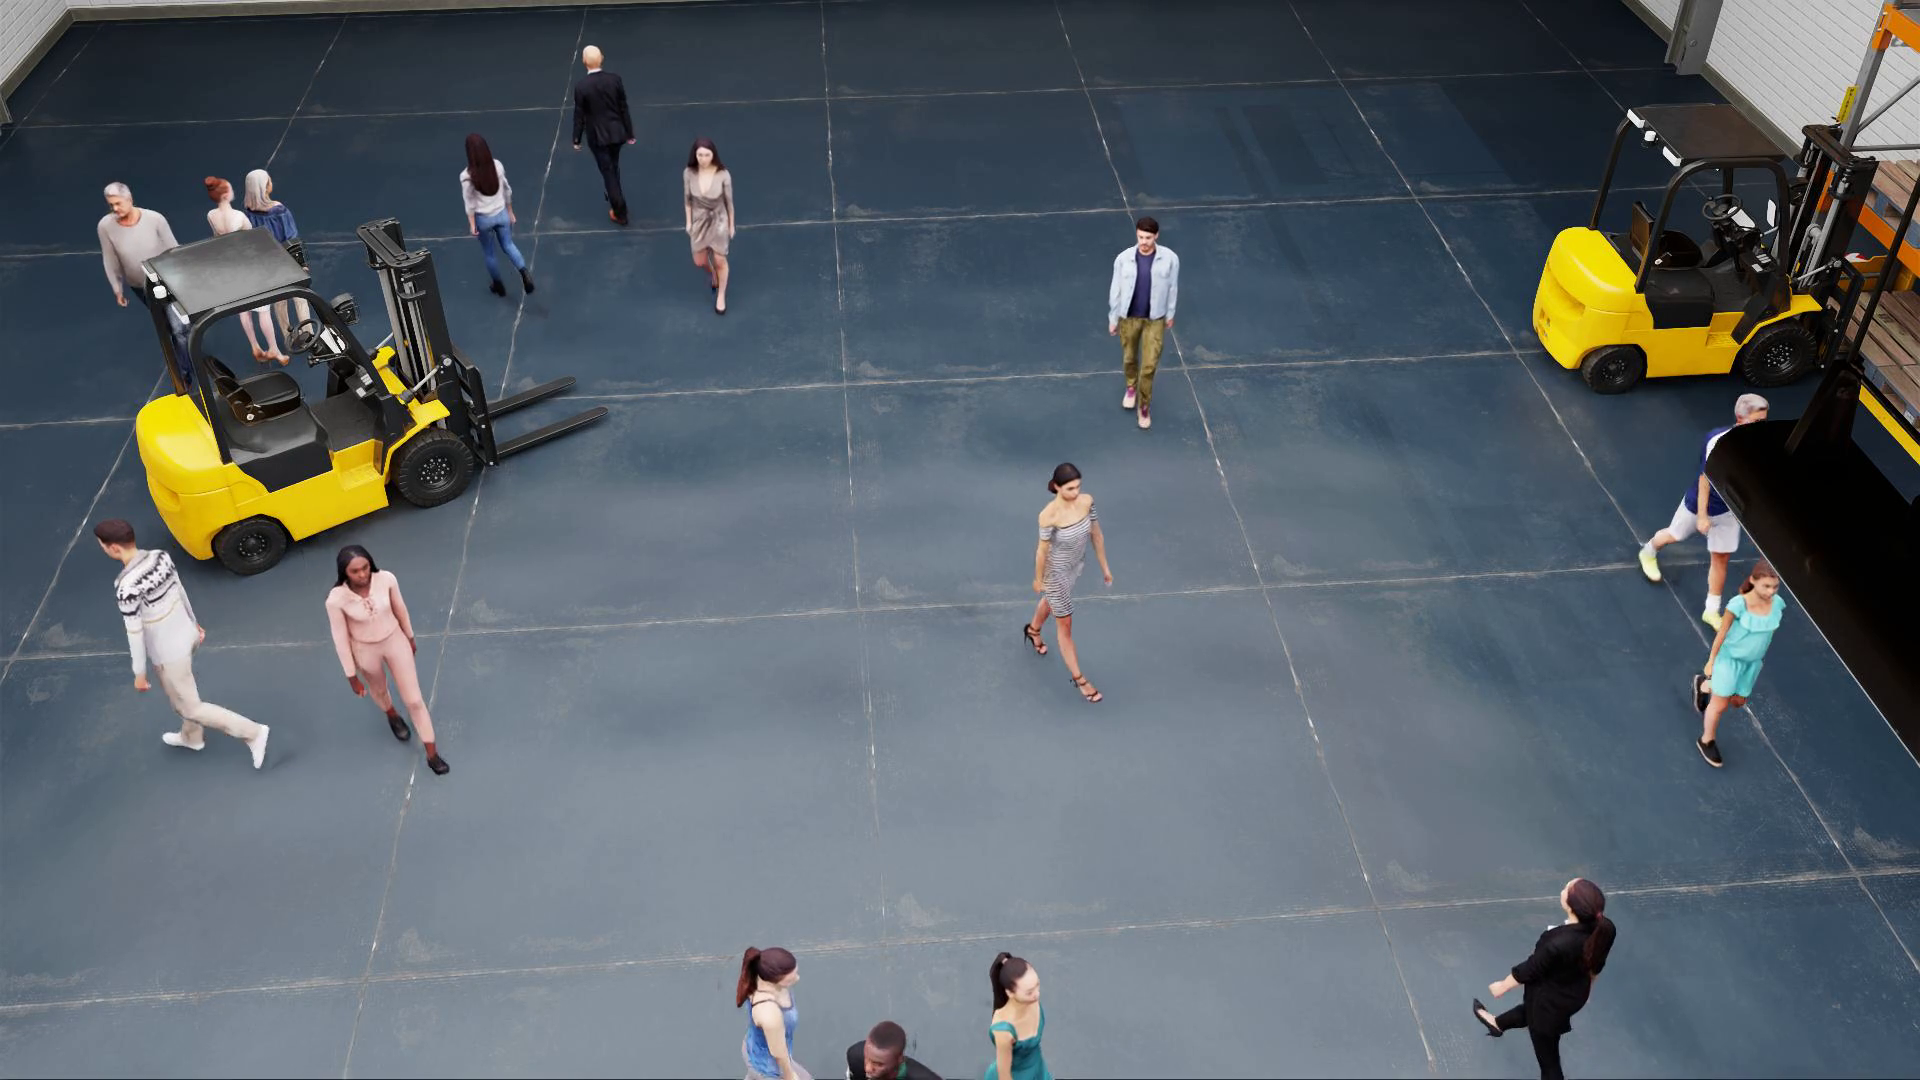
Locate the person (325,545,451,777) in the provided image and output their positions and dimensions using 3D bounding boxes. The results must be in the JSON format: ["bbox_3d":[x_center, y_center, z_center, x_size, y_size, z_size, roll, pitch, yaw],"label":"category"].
[{"bbox_3d":[-3.718,0.679,10.559,0.986,1.684,1.176,-24,44,-27],"label":"person"}]

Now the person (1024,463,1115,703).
[{"bbox_3d":[0.624,0.178,11.110,1.014,1.780,1.167,-28,47,-31],"label":"person"}]

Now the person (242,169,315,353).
[{"bbox_3d":[-5.902,-2.429,14.441,0.692,1.697,0.681,10,40,12],"label":"person"}]

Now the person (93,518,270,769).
[{"bbox_3d":[-4.873,0.675,10.457,0.917,1.817,1.020,-2,39,-2],"label":"person"}]

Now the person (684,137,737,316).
[{"bbox_3d":[-2.229,-2.853,14.944,0.657,1.730,0.743,2,39,3],"label":"person"}]

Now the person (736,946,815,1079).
[{"bbox_3d":[-0.976,2.580,8.262,0.712,1.580,0.747,-12,40,-15],"label":"person"}]

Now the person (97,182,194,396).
[{"bbox_3d":[-6.783,-2.199,14.029,0.774,1.851,1.209,-5,39,-6],"label":"person"}]

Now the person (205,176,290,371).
[{"bbox_3d":[-6.095,-2.273,14.167,0.646,1.794,0.627,12,40,14],"label":"person"}]

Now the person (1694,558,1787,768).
[{"bbox_3d":[4.932,0.714,10.626,0.539,1.546,0.816,-3,39,-3],"label":"person"}]

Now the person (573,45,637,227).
[{"bbox_3d":[-3.419,-3.904,16.218,0.956,1.782,1.045,-24,44,-27],"label":"person"}]

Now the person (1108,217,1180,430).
[{"bbox_3d":[1.500,-1.867,13.661,0.829,1.792,0.951,7,39,8],"label":"person"}]

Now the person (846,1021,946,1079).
[{"bbox_3d":[-0.286,2.818,7.757,0.813,1.838,0.836,17,42,20],"label":"person"}]

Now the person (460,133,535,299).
[{"bbox_3d":[-4.199,-2.889,15.079,0.969,1.619,0.889,31,48,33],"label":"person"}]

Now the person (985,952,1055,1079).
[{"bbox_3d":[0.188,2.614,8.166,1.032,1.646,1.047,22,44,25],"label":"person"}]

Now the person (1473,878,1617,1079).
[{"bbox_3d":[3.066,2.411,8.442,0.890,1.620,1.137,-19,42,-22],"label":"person"}]

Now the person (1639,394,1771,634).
[{"bbox_3d":[5.216,-0.279,11.710,0.755,1.744,1.238,-9,39,-11],"label":"person"}]
